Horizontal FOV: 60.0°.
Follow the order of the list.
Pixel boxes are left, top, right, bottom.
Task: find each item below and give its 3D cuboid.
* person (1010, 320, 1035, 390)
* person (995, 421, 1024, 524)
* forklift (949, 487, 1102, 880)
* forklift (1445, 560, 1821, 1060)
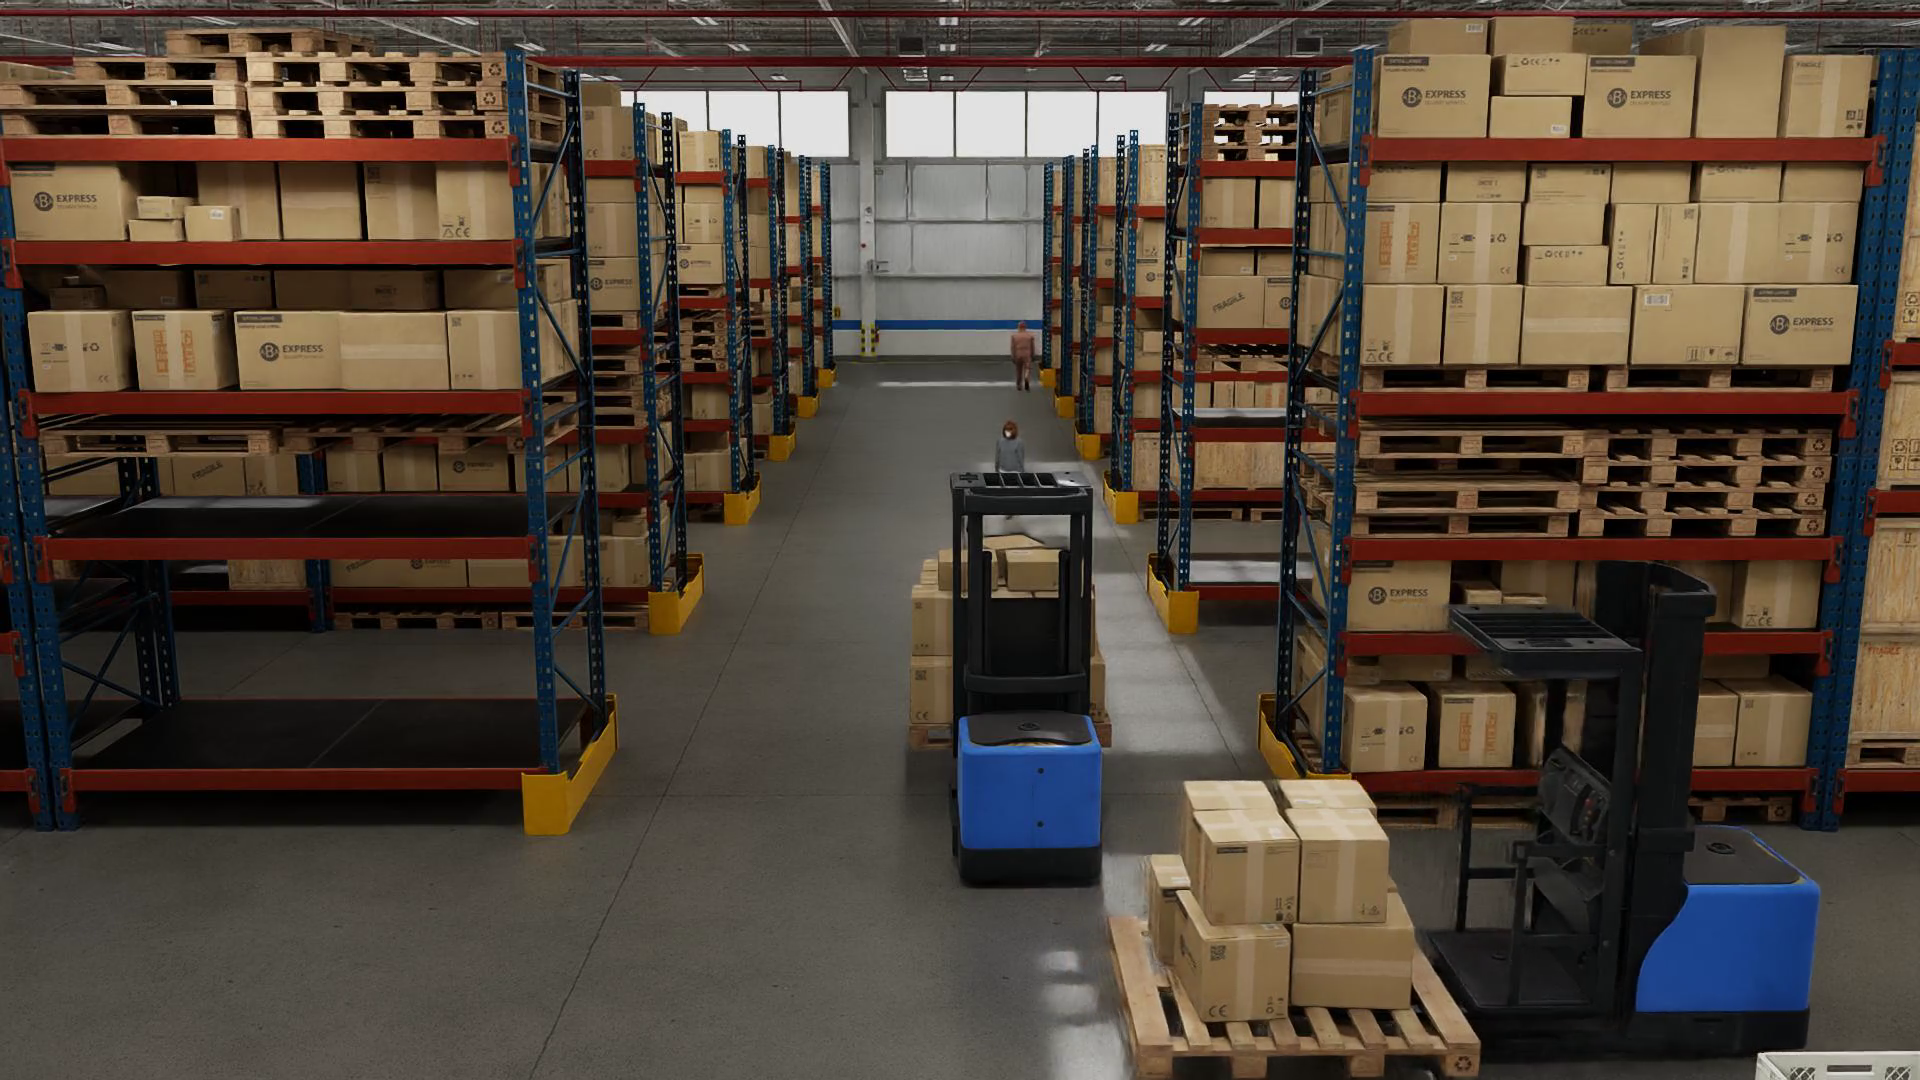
[{"bbox_3d":[1.683,-4.957,44.721,0.663,1.890,0.582,0,11,1],"label":"person"},{"bbox_3d":[0.767,-1.066,26.084,0.531,1.620,0.328,6,13,28],"label":"person"},{"bbox_3d":[0.495,0.986,12.813,1.129,2.768,1.873,0,11,-2],"label":"forklift"},{"bbox_3d":[4.049,1.563,9.955,1.873,2.768,1.129,0,11,-1],"label":"forklift"}]
